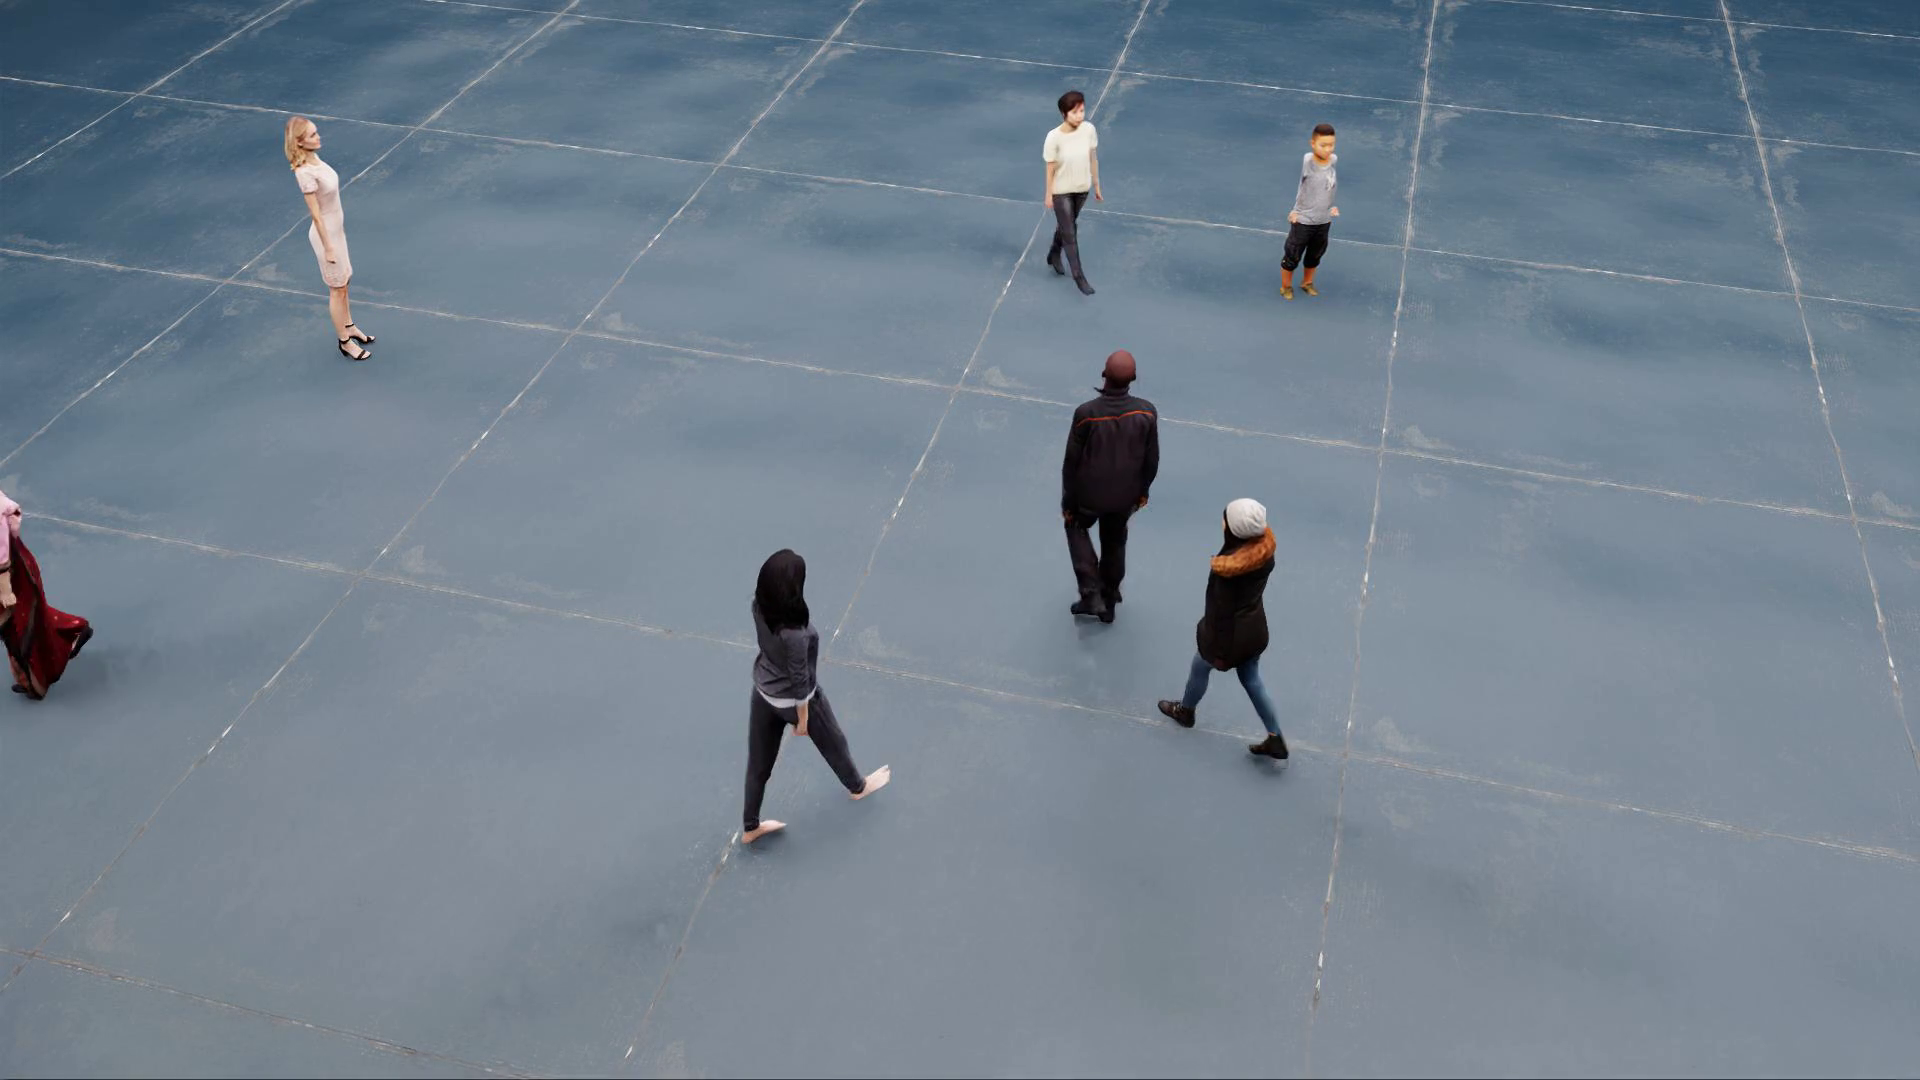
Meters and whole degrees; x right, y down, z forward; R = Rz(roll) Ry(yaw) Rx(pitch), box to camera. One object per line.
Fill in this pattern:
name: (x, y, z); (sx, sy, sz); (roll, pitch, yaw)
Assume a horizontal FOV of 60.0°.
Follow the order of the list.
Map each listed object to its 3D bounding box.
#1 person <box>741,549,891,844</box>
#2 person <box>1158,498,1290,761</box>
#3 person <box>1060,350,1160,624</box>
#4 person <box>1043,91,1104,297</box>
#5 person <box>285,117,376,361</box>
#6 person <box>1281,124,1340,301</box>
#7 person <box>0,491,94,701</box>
person: (-0.923, 0.819, 8.103); (1.155, 1.734, 0.969); (-30, 47, -32)
person: (1.487, 0.503, 8.613); (0.998, 1.602, 1.084); (30, 47, 32)
person: (0.841, -0.222, 9.375); (0.840, 1.806, 0.862); (-5, 38, -6)
person: (0.804, -2.696, 12.741); (0.988, 1.555, 1.045); (-20, 42, -24)
person: (-4.490, -2.142, 11.809); (0.702, 1.830, 0.562); (-5, 38, -6)
person: (2.672, -2.523, 12.600); (0.650, 1.455, 0.656); (-10, 39, -13)
person: (-5.126, 0.139, 9.050); (0.910, 1.637, 0.854); (-25, 44, -28)
